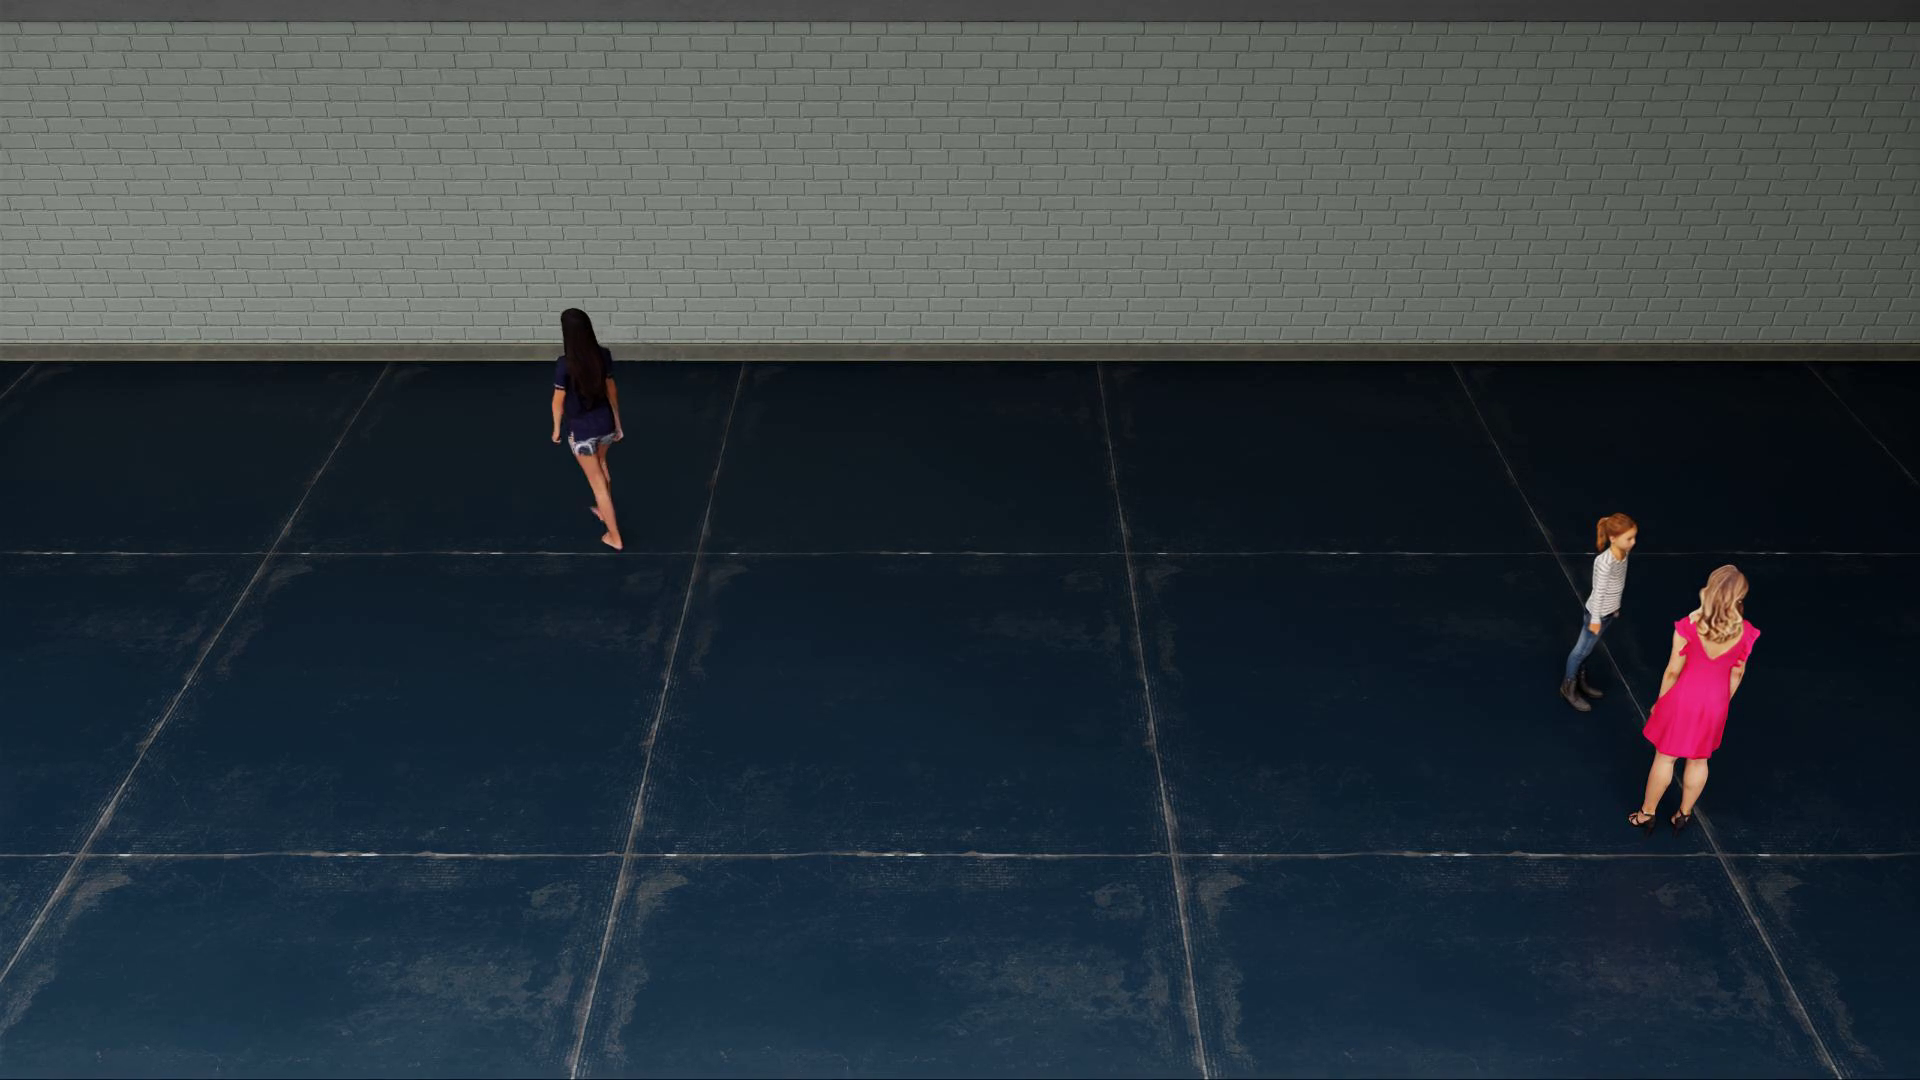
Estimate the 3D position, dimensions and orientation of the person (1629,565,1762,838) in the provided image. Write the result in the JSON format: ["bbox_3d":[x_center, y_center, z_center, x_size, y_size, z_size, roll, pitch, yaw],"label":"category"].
[{"bbox_3d":[3.906,0.877,8.842,0.587,1.729,0.564,3,33,5],"label":"person"}]

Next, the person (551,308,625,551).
[{"bbox_3d":[-2.449,-0.699,11.251,0.848,1.743,0.922,-27,42,-35],"label":"person"}]

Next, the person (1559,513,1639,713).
[{"bbox_3d":[3.817,0.411,9.937,0.626,1.316,0.562,26,41,34],"label":"person"}]
